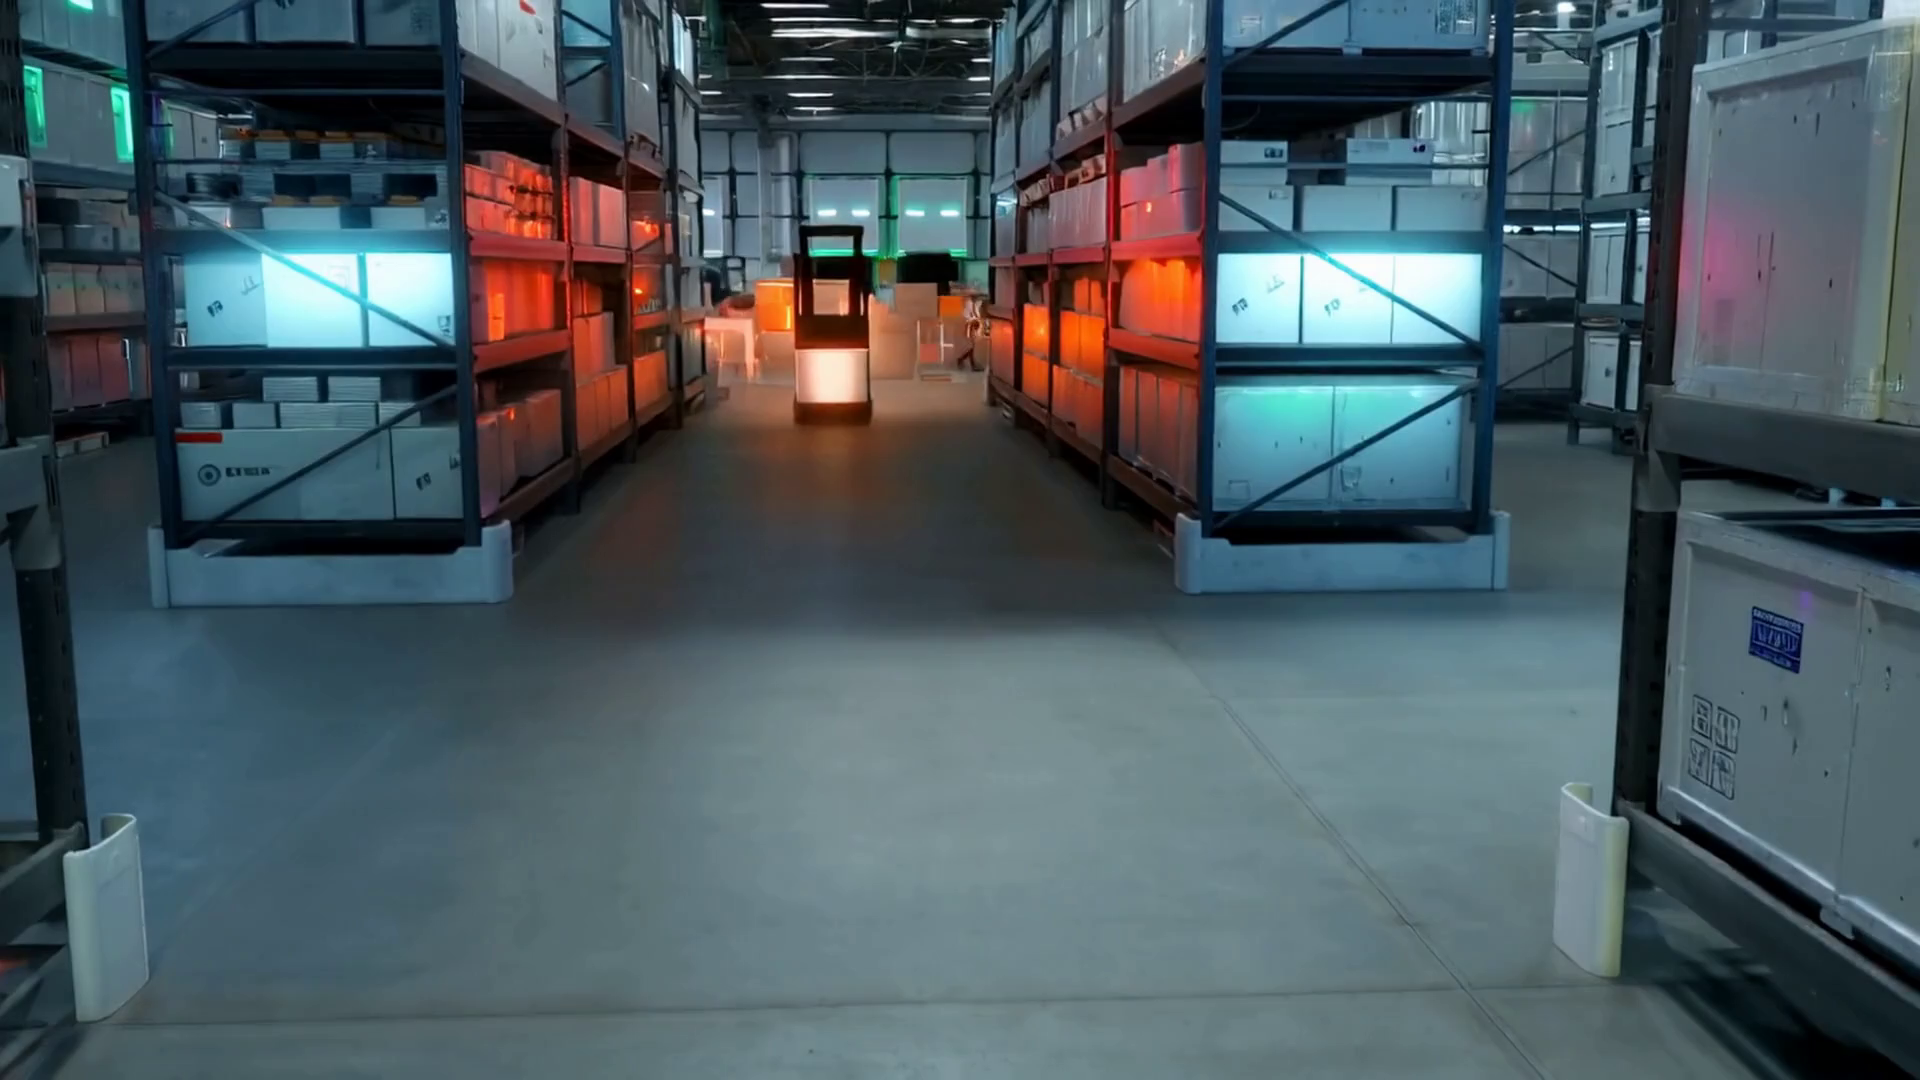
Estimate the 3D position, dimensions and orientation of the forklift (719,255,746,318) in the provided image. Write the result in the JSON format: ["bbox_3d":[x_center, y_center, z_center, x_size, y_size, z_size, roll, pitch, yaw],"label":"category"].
[{"bbox_3d":[-7.876,-8.525,57.858,1.129,2.768,1.873,-9,12,-43],"label":"forklift"}]

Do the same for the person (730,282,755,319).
[{"bbox_3d":[-5.619,-5.687,42.989,0.633,1.938,0.356,-1,9,-3],"label":"person"}]

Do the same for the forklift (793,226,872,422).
[{"bbox_3d":[-1.875,-3.174,24.260,1.129,2.768,1.873,-1,9,-4],"label":"forklift"}]

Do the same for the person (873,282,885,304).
[{"bbox_3d":[-2.814,-8.271,59.400,0.598,1.890,0.947,1,9,6],"label":"person"}]

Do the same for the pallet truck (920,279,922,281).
[{"bbox_3d":[-0.932,-8.922,63.114,1.885,1.965,0.823,2,9,13],"label":"pallet truck"}]

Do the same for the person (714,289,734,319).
[{"bbox_3d":[-5.317,-4.613,36.625,0.833,1.811,0.661,-4,10,-23],"label":"person"}]

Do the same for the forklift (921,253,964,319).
[{"bbox_3d":[-0.754,-7.703,52.695,1.129,2.768,1.873,-5,10,-30],"label":"forklift"}]

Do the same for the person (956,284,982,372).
[{"bbox_3d":[0.226,-4.469,35.388,0.601,1.925,0.567,3,10,21],"label":"person"}]
